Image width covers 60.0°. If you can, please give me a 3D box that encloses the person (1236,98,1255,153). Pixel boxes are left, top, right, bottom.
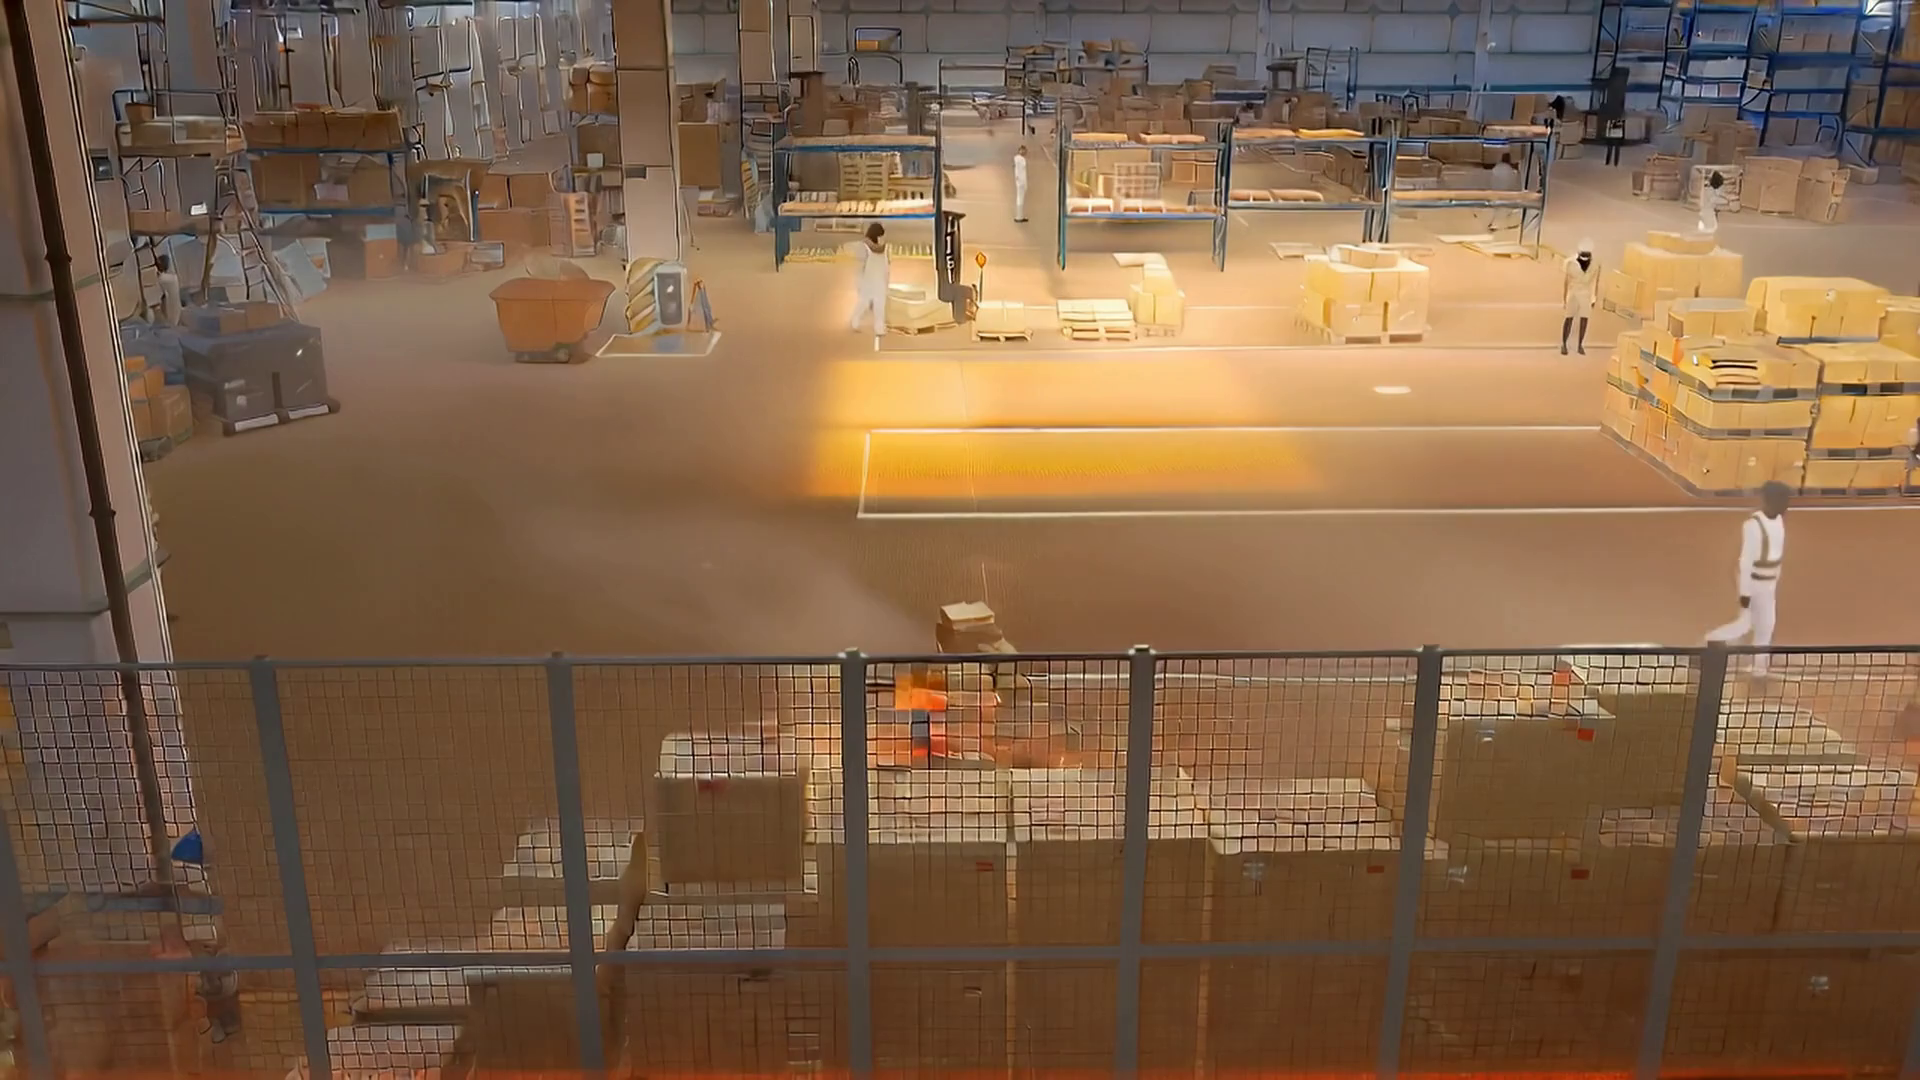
[{"bbox_3d":[10.087,-14.621,58.756,0.638,1.905,0.885,-1,19,-2],"label":"person"}]

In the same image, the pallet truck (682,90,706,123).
[{"bbox_3d":[-9.671,-15.907,62.421,0.823,1.965,1.885,5,19,15],"label":"pallet truck"}]

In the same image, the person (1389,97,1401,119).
[{"bbox_3d":[15.662,-15.140,60.398,0.620,1.837,0.430,-7,20,-21],"label":"person"}]

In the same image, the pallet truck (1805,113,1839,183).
[{"bbox_3d":[26.403,-11.957,50.702,0.823,1.965,1.885,6,19,16],"label":"pallet truck"}]

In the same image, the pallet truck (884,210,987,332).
[{"bbox_3d":[-0.493,-4.759,29.349,1.885,1.965,0.823,-13,23,-34],"label":"pallet truck"}]

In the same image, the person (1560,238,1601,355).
[{"bbox_3d":[10.114,-3.961,27.097,0.542,1.928,0.400,2,19,6],"label":"person"}]

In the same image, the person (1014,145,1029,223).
[{"bbox_3d":[1.541,-9.009,42.046,0.359,1.938,0.635,-4,19,-11],"label":"person"}]

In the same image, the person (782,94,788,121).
[{"bbox_3d":[-7.004,-16.864,65.801,0.572,1.647,0.846,4,19,11],"label":"person"}]

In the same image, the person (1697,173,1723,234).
[{"bbox_3d":[16.142,-6.928,35.857,0.382,1.958,0.606,-3,19,-9],"label":"person"}]

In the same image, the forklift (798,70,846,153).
[{"bbox_3d":[-5.084,-15.224,59.033,1.873,2.768,1.129,-10,21,-26],"label":"forklift"}]

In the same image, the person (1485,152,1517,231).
[{"bbox_3d":[13.334,-8.517,40.656,0.963,1.898,0.664,-1,19,-4],"label":"person"}]

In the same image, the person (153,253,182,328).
[{"bbox_3d":[-12.313,-3.537,25.934,0.329,1.865,0.507,0,19,0],"label":"person"}]

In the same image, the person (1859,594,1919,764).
[{"bbox_3d":[7.174,1.103,12.412,0.891,1.687,0.506,16,24,39],"label":"person"}]

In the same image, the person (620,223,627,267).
[{"bbox_3d":[-6.093,-5.335,31.167,0.587,1.927,0.367,-17,25,-40],"label":"person"}]

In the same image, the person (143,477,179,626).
[{"bbox_3d":[-7.775,-0.065,15.672,0.624,1.841,0.430,13,22,33],"label":"person"}]

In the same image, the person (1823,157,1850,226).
[{"bbox_3d":[21.905,-8.688,41.485,0.532,1.691,0.322,-8,20,-23],"label":"person"}]

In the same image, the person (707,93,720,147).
[{"bbox_3d":[-9.035,-15.361,60.910,0.371,1.927,0.588,14,23,35],"label":"person"}]

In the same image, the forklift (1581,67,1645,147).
[{"bbox_3d":[24.185,-15.962,61.225,1.873,2.768,1.129,17,25,41],"label":"forklift"}]

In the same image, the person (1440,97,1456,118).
[{"bbox_3d":[17.360,-14.813,59.284,0.543,1.928,0.372,7,20,20],"label":"person"}]

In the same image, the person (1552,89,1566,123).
[{"bbox_3d":[22.369,-15.858,62.281,0.612,1.995,0.378,-8,20,-22],"label":"person"}]

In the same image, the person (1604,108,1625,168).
[{"bbox_3d":[21.332,-13.100,54.235,0.592,1.910,0.386,2,19,7],"label":"person"}]

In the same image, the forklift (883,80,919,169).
[{"bbox_3d":[-1.527,-13.236,53.138,1.873,2.768,1.129,-1,19,-1],"label":"forklift"}]

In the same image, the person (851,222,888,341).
[{"bbox_3d":[-1.534,-4.458,28.391,0.686,2.000,0.805,-12,22,-32],"label":"person"}]

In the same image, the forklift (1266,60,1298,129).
[{"bbox_3d":[13.000,-17.817,66.726,1.129,2.768,1.873,8,20,22],"label":"forklift"}]

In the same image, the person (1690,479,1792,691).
[{"bbox_3d":[6.829,0.356,14.382,0.588,1.865,0.691,-13,23,-35],"label":"person"}]
